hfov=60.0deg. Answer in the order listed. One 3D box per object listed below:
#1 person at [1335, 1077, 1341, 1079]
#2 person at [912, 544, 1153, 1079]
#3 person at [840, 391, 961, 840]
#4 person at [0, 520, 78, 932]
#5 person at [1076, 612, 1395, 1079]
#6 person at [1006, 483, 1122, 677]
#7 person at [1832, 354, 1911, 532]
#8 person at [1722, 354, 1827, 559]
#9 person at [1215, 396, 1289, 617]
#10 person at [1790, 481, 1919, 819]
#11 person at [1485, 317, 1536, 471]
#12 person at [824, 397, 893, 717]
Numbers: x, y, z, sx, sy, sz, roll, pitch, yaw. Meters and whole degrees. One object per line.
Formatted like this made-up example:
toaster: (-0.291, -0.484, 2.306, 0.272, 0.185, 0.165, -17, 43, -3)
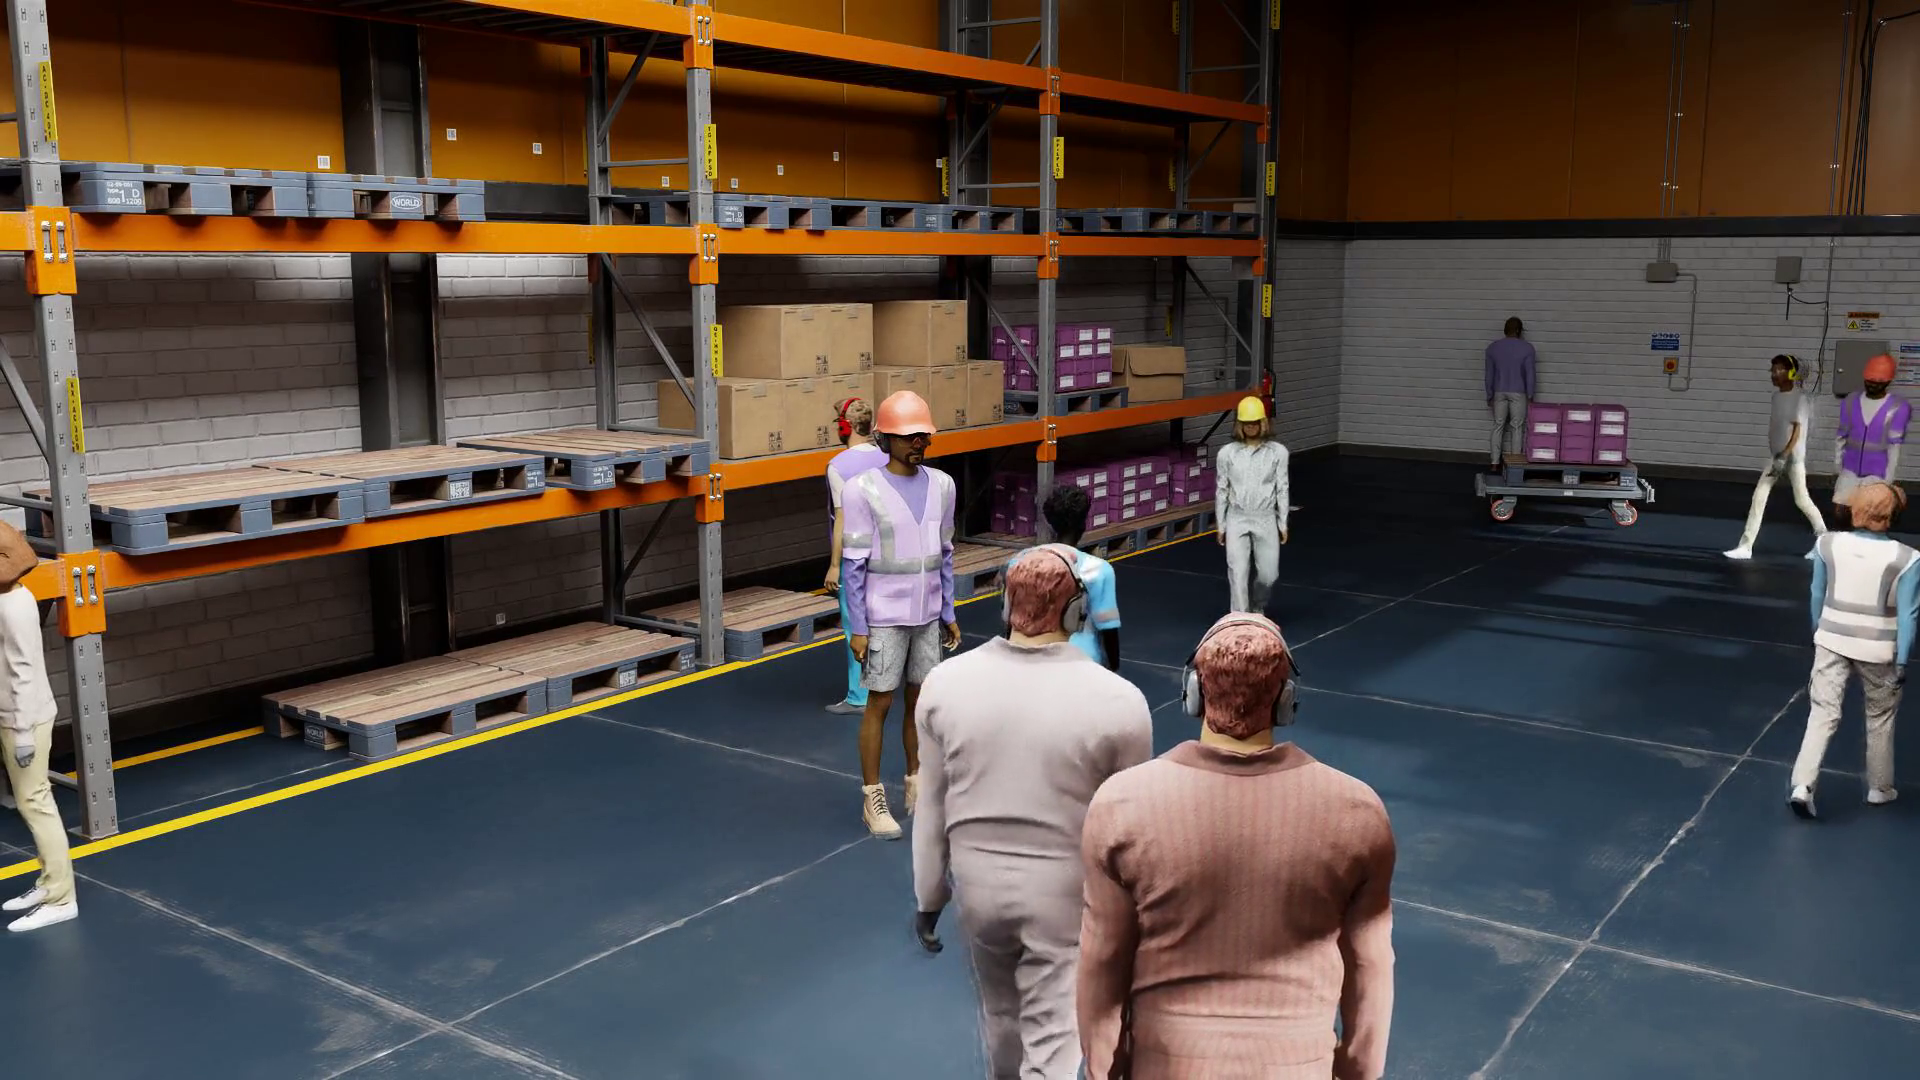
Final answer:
person: (0.424, 1.487, 2.121, 0.534, 1.596, 0.811, 4, 11, 25)
person: (0.257, 0.935, 4.568, 0.675, 1.873, 0.861, 4, 10, 23)
person: (-0.248, 0.337, 7.627, 0.607, 2.044, 0.378, -7, 12, -38)
person: (-3.710, 0.726, 6.566, 0.289, 1.629, 0.503, -7, 12, -36)
person: (0.571, 1.094, 3.524, 0.654, 1.906, 0.407, 1, 10, 4)
person: (0.482, 0.576, 7.336, 0.554, 1.640, 0.828, 8, 12, 39)
person: (7.386, -0.575, 13.500, 0.688, 1.887, 0.578, -8, 13, -41)
person: (7.275, -0.717, 14.595, 0.992, 1.823, 0.502, -2, 10, -13)
person: (1.966, -0.116, 11.251, 0.496, 1.725, 0.440, 1, 10, 8)
person: (4.225, 0.518, 7.847, 0.810, 1.606, 0.514, -9, 13, -42)
person: (6.850, -1.807, 20.726, 0.627, 1.934, 0.371, 7, 12, 37)
person: (-0.563, 0.102, 9.611, 0.372, 1.843, 0.570, 6, 11, 31)
